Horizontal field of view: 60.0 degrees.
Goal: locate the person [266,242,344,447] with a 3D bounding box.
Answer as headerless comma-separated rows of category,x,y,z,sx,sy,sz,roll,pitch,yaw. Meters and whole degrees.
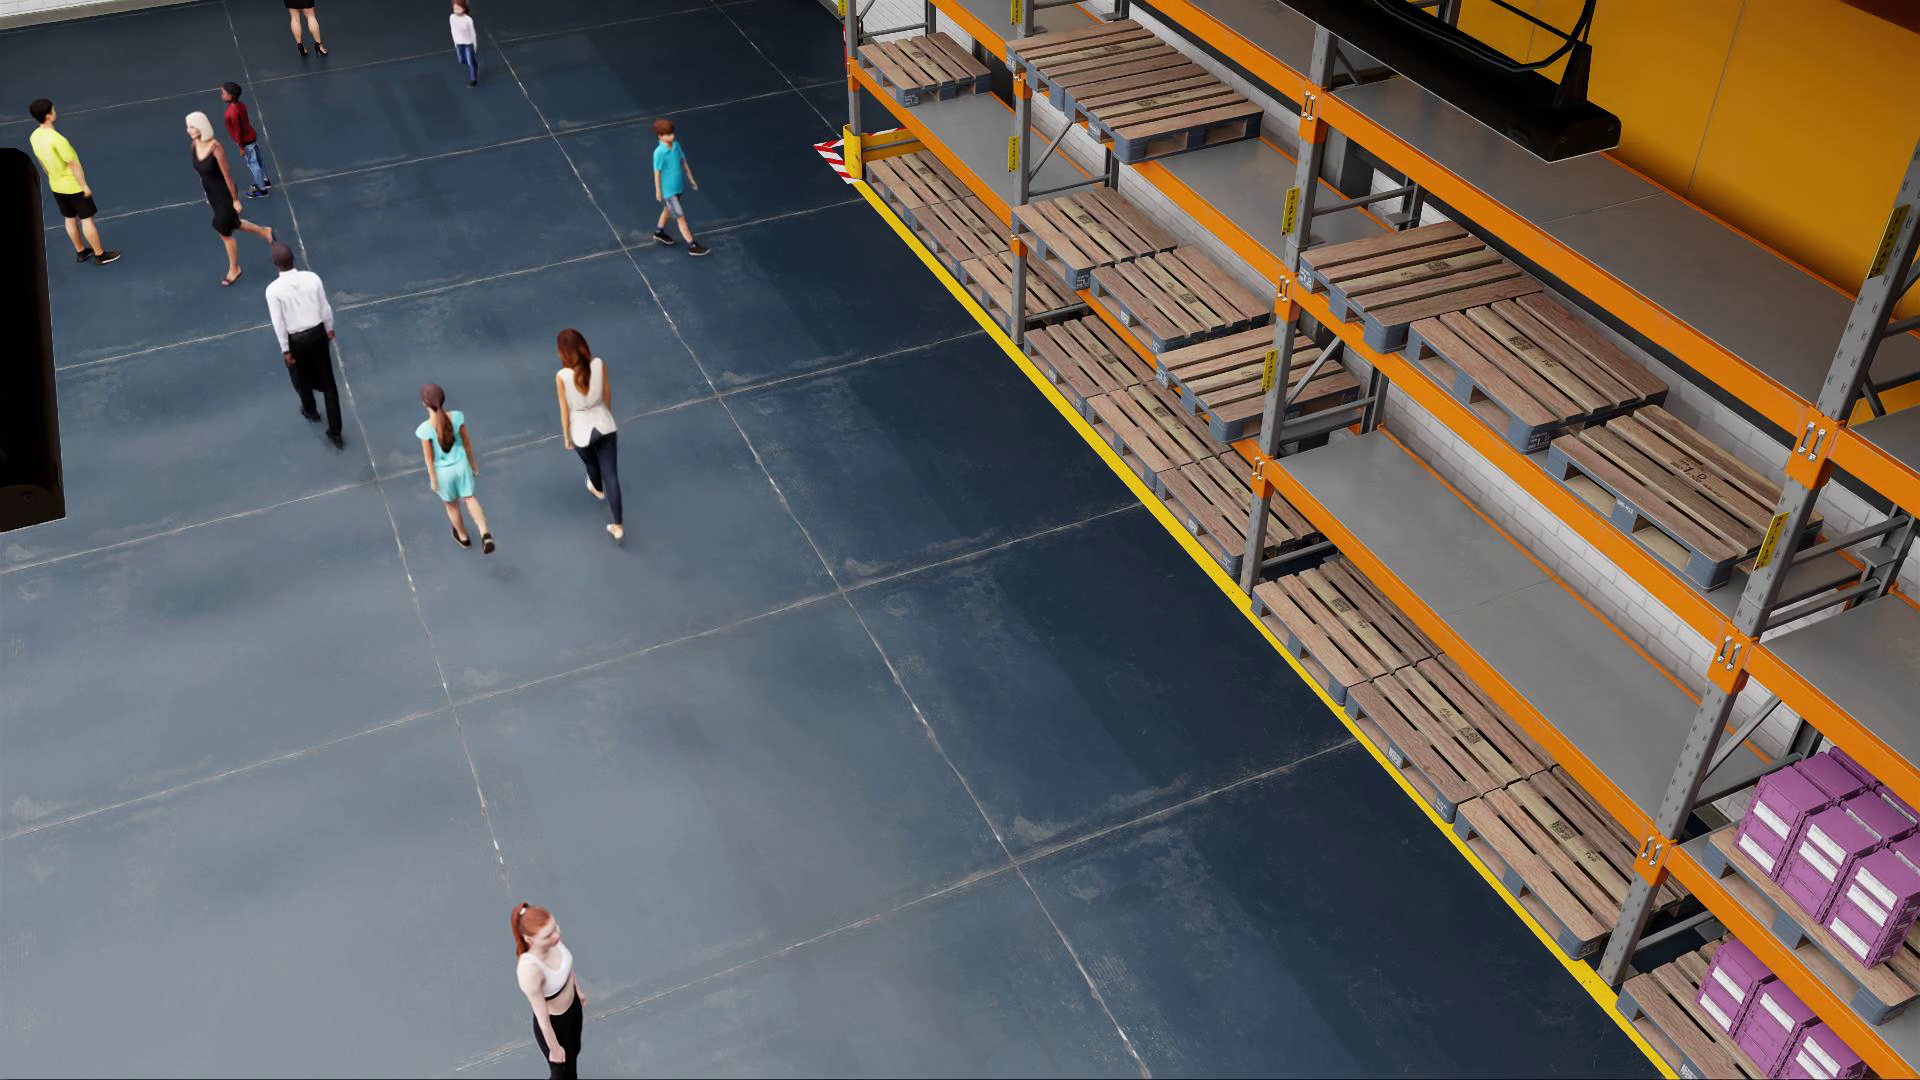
person,-5.420,-1.595,13.907,0.783,1.809,1.037,-24,44,-27

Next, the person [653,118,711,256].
person,-2.947,-3.564,16.693,1.003,1.411,0.894,17,42,20

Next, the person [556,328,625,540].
person,-2.810,-0.782,12.952,0.593,1.732,1.076,-18,42,-21

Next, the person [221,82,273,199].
person,-7.601,-4.282,17.718,0.610,1.253,0.502,-5,39,-6

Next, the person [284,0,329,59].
person,-8.190,-6.802,20.501,0.738,1.718,0.740,0,39,0

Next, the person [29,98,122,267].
person,-8.809,-3.525,16.407,0.685,1.708,0.757,15,41,18

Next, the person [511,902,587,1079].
person,-2.135,2.523,8.805,0.730,1.742,0.627,5,39,6

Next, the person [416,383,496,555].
person,-3.869,-0.512,12.759,0.686,1.551,0.907,-28,46,-30

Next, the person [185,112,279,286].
person,-7.115,-3.377,16.208,1.046,1.724,0.978,24,45,27

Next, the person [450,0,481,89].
person,-5.933,-6.023,20.023,0.641,1.097,0.718,7,39,9
